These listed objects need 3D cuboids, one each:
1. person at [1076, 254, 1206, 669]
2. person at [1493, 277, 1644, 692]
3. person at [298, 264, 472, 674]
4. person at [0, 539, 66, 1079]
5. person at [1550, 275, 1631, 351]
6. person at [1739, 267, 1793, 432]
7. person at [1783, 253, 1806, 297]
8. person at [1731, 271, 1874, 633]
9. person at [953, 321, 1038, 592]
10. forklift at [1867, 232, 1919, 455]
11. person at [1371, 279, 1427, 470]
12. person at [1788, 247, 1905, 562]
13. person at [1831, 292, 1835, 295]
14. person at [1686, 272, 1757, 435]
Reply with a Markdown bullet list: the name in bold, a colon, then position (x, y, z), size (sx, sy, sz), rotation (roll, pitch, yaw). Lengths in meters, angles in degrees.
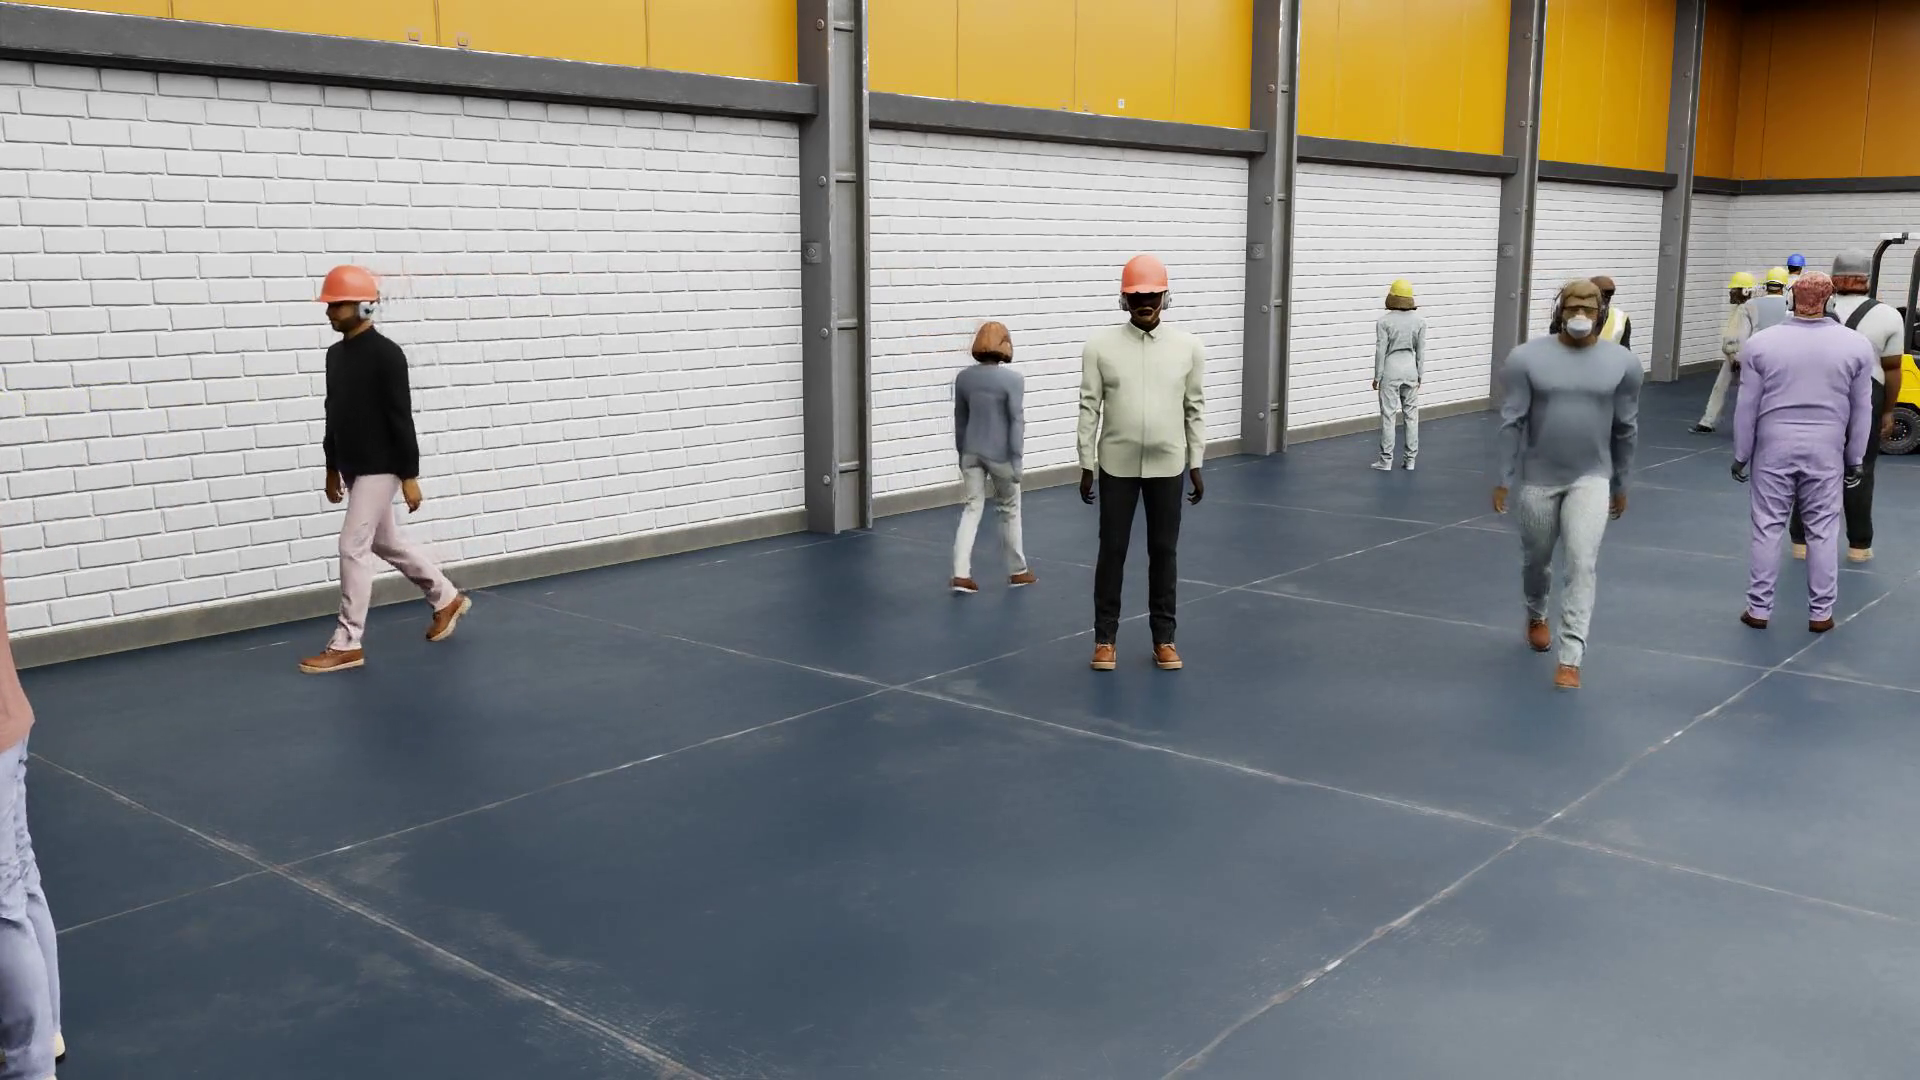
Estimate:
- **person**: position (0.873, -0.361, 7.987), size (0.625, 1.992, 0.386), rotation (0, 10, -1)
- **person**: position (2.895, -0.305, 7.960), size (0.638, 1.912, 0.963), rotation (3, 10, 18)
- **person**: position (-2.859, -0.379, 8.233), size (0.636, 1.960, 0.973), rotation (9, 13, 42)
- **person**: position (-2.328, 0.483, 3.843), size (0.329, 1.765, 0.533), rotation (-4, 11, -22)
- **person**: position (5.053, -1.223, 13.444), size (0.648, 1.811, 0.584), rotation (1, 10, 4)
- **person**: position (8.367, -1.892, 17.168), size (0.599, 1.832, 0.404), rotation (5, 11, 29)
- **person**: position (11.651, -3.032, 23.330), size (0.384, 1.949, 0.605), rotation (-9, 13, -41)
- **person**: position (4.449, -0.464, 8.829), size (0.652, 1.906, 0.402), rotation (4, 11, 21)
- **person**: position (0.177, -0.475, 9.826), size (0.515, 1.617, 0.726), rotation (7, 12, 33)
- **forklift**: position (9.955, -1.972, 16.595), size (2.313, 2.155, 1.214), rotation (1, 10, 8)
- **person**: position (4.009, -1.507, 15.224), size (0.493, 1.746, 0.282), rotation (-2, 10, -12)
- **person**: position (5.741, -0.884, 10.838), size (0.687, 2.000, 0.536), rotation (6, 12, 32)
- **person**: position (10.262, -2.194, 19.481), size (0.412, 1.621, 0.516), rotation (7, 12, 35)
- **person**: position (8.453, -1.994, 17.929), size (0.969, 1.781, 0.586), rotation (0, 10, -1)
